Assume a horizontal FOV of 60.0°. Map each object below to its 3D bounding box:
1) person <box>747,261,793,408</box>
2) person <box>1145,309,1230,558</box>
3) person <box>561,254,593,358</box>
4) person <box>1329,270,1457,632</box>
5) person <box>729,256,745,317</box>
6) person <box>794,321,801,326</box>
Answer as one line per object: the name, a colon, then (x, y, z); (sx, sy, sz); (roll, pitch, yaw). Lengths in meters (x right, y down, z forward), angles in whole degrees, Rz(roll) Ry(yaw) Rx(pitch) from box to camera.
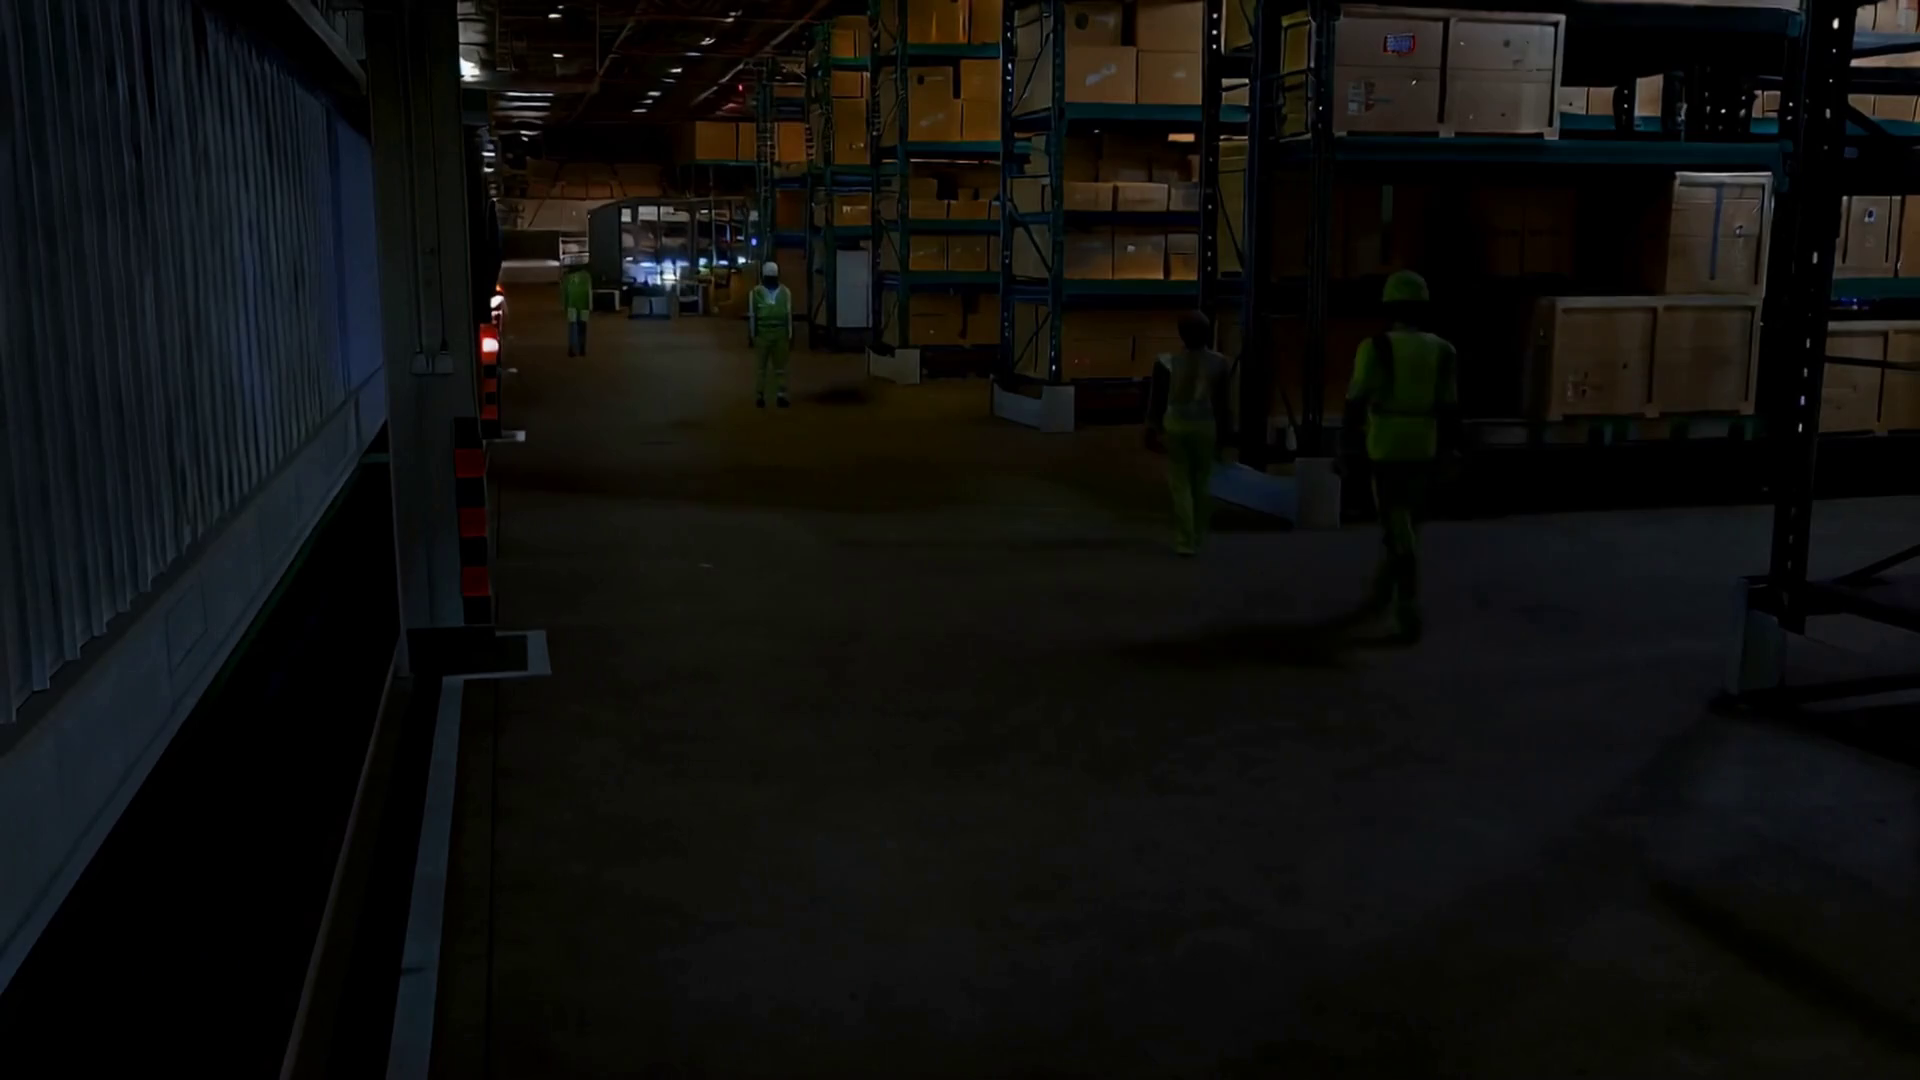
person: (-2.381, -2.579, 20.944); (0.591, 1.833, 0.403); (-4, 11, -23)
person: (1.496, -0.716, 11.021); (0.530, 1.609, 0.760); (0, 10, -2)
person: (-7.003, -4.281, 30.431); (0.569, 1.884, 0.989); (-1, 10, -7)
person: (2.338, -0.499, 9.001); (0.565, 1.885, 0.997); (-2, 10, -14)
person: (-6.448, -7.328, 48.136); (0.482, 1.736, 0.348); (5, 11, 24)
person: (-3.992, -6.360, 42.649); (0.569, 1.730, 0.739); (6, 12, 29)
